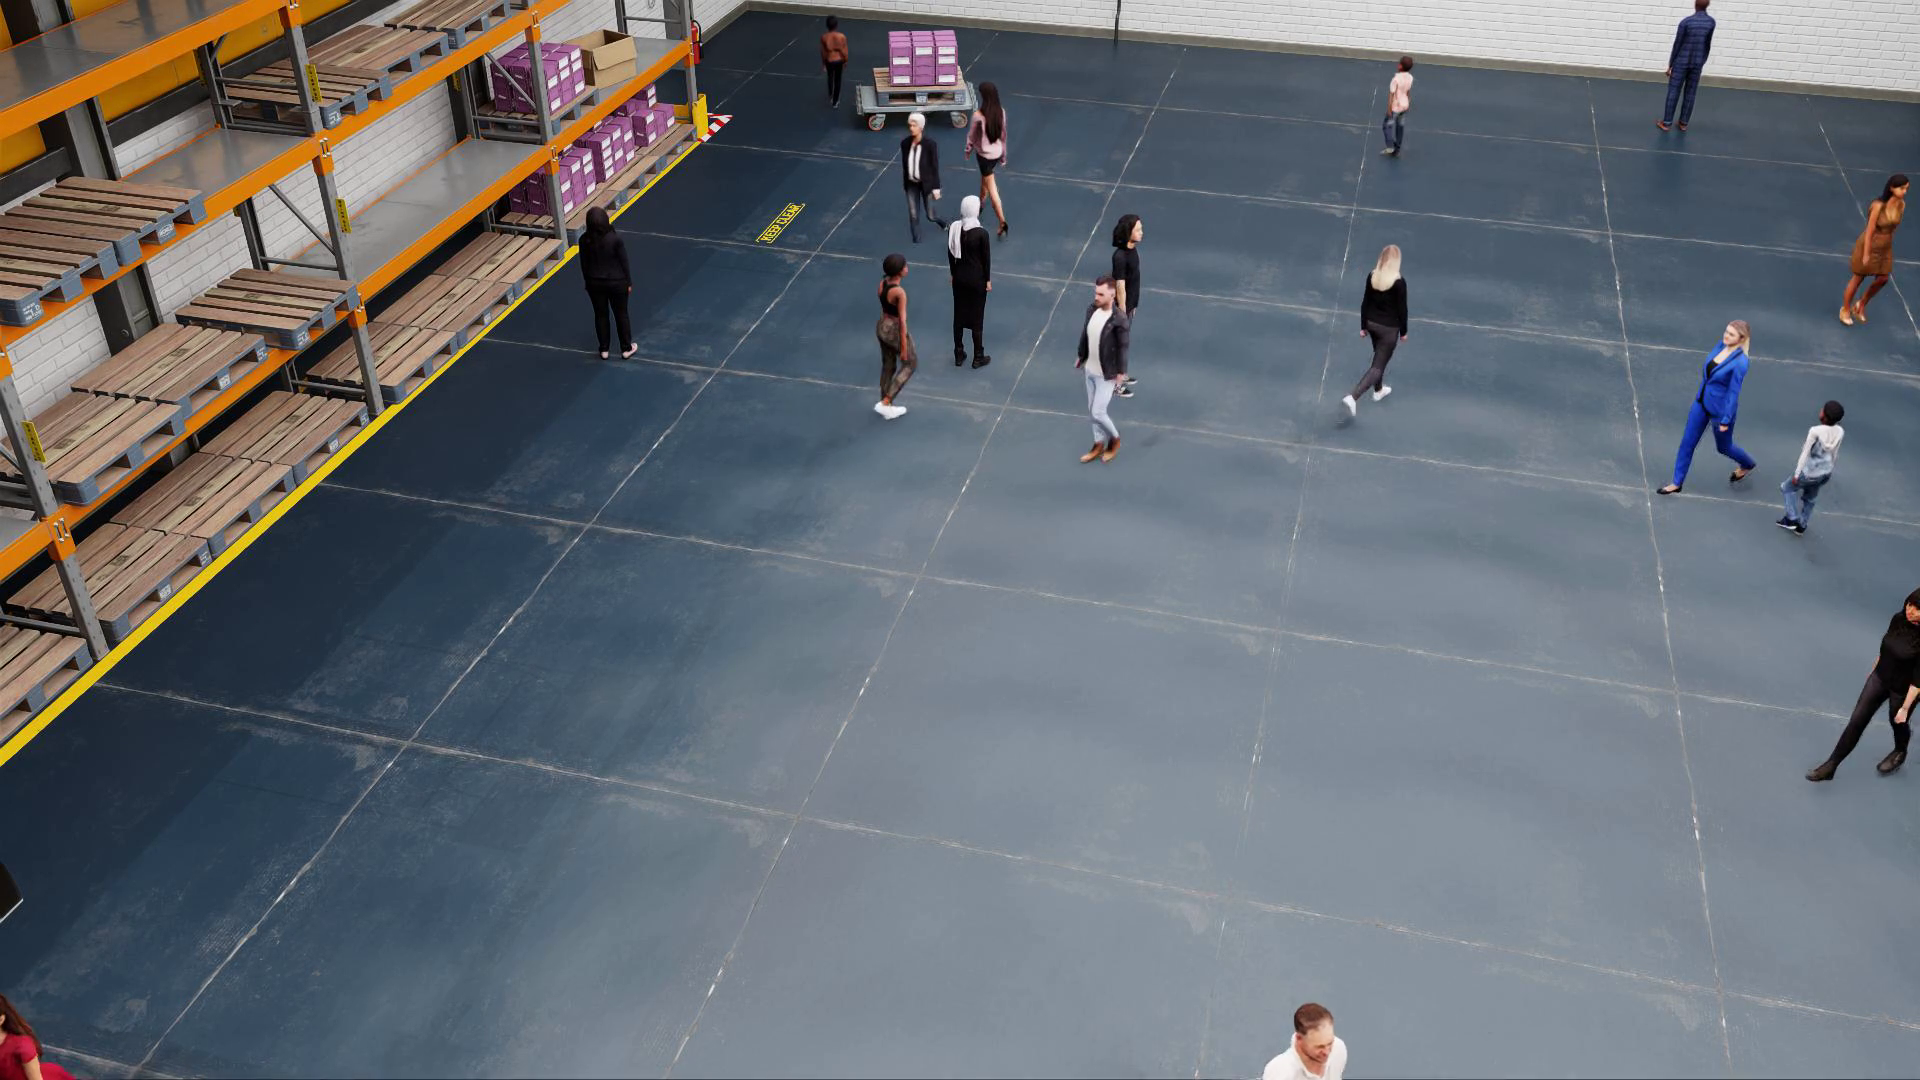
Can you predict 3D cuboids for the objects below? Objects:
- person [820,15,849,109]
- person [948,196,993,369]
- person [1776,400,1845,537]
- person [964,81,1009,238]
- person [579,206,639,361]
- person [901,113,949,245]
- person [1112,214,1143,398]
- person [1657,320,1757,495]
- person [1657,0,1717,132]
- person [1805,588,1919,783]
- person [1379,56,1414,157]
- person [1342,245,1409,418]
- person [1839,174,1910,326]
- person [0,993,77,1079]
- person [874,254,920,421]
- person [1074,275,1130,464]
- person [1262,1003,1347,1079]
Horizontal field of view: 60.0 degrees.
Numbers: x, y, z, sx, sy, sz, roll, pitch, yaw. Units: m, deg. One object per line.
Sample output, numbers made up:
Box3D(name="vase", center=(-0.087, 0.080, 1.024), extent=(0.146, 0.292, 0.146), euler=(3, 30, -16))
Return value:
Box3D(name="person", center=(-1.756, -6.643, 23.173), extent=(0.612, 1.232, 0.813), euler=(3, 34, 4))
Box3D(name="person", center=(0.092, -2.562, 16.539), extent=(0.640, 1.779, 0.584), euler=(15, 36, 21))
Box3D(name="person", center=(7.219, -0.573, 14.024), extent=(0.582, 1.249, 0.616), euler=(-4, 34, -6))
Box3D(name="person", center=(0.377, -4.348, 19.254), extent=(1.097, 1.749, 1.078), euler=(-21, 39, -29))
Box3D(name="person", center=(-3.546, -2.579, 16.713), extent=(0.699, 1.615, 0.696), euler=(1, 34, 1))
Box3D(name="person", center=(-0.367, -4.117, 19.308), extent=(0.850, 1.769, 1.016), euler=(17, 37, 23))
Box3D(name="person", center=(1.580, -2.298, 16.089), extent=(0.683, 1.836, 0.455), euler=(8, 35, 12))
Box3D(name="person", center=(6.668, -1.133, 14.491), extent=(1.051, 1.666, 1.164), euler=(-8, 34, -11))
Box3D(name="person", center=(9.770, -6.405, 22.285), extent=(0.725, 1.818, 0.695), euler=(-1, 34, -1))
Box3D(name="person", center=(6.439, 0.996, 11.348), extent=(1.070, 1.601, 1.097), euler=(-12, 36, -18))
Box3D(name="person", center=(5.715, -5.596, 21.535), extent=(0.569, 1.302, 0.617), euler=(-14, 36, -20))
Box3D(name="person", center=(3.942, -1.948, 15.722), extent=(1.160, 1.661, 1.011), euler=(-24, 41, -32))
Box3D(name="person", center=(9.466, -3.044, 17.358), extent=(0.660, 1.675, 0.696), euler=(-7, 34, -10))
Box3D(name="person", center=(-4.774, 2.827, 8.657), extent=(0.582, 1.528, 0.874), euler=(4, 34, 6))
Box3D(name="person", center=(-0.683, -1.860, 15.565), extent=(0.830, 1.688, 0.769), euler=(-24, 40, -31))
Box3D(name="person", center=(1.334, -1.553, 14.978), extent=(0.815, 1.827, 0.770), euler=(-22, 39, -29))
Box3D(name="person", center=(1.599, 2.897, 8.270), extent=(0.933, 1.842, 1.006), euler=(-15, 36, -21))
